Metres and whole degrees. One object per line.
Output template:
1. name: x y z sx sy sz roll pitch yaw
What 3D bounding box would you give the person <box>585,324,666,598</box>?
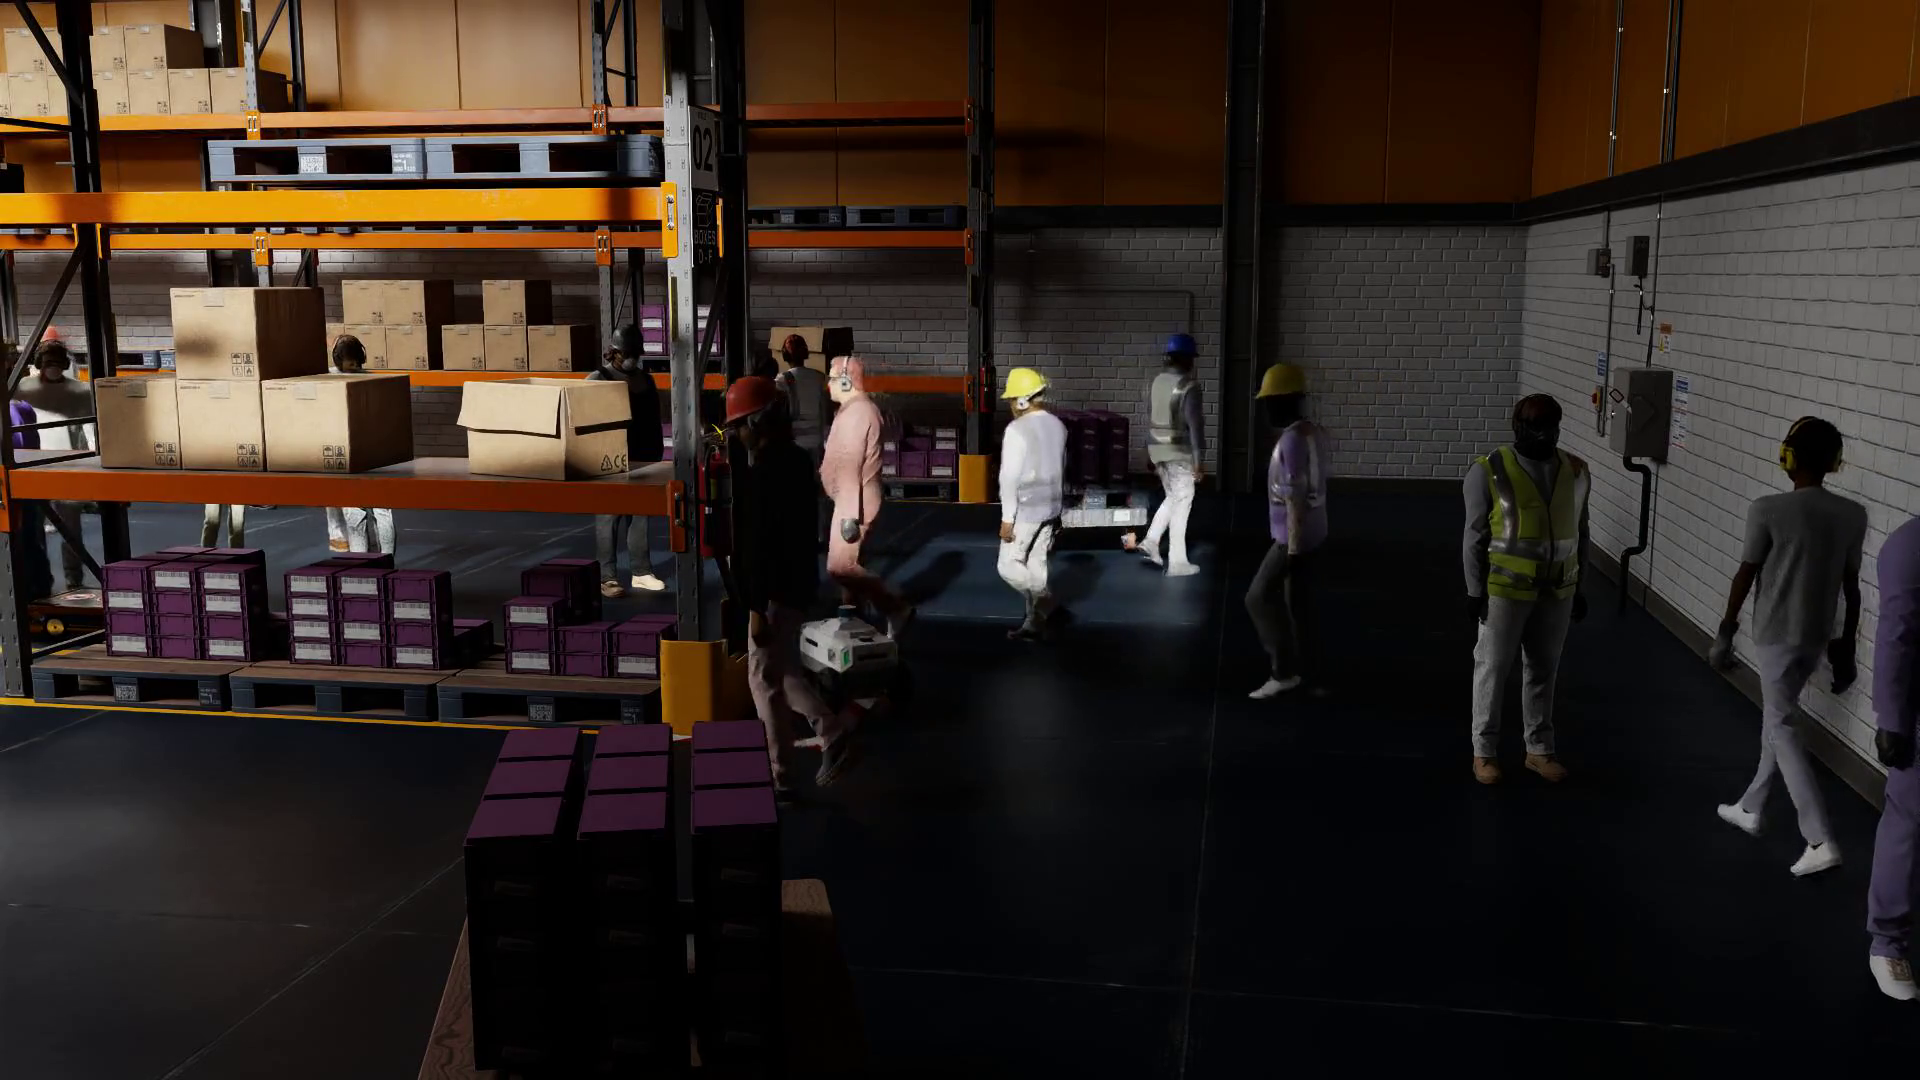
1. person: -2.459 -0.603 12.424 0.535 2.000 0.674 7 12 38

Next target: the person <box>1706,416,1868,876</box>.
1. person: 3.410 0.410 6.786 0.514 1.835 0.942 -2 9 -9

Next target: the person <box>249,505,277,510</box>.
1. person: -7.118 -1.226 16.943 0.404 1.827 0.602 -1 9 -3

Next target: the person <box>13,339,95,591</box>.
1. person: -6.672 -0.514 12.266 0.673 1.916 0.834 -5 11 -30

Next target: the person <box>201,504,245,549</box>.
1. person: -5.456 -0.503 12.352 0.312 1.864 0.532 6 11 32

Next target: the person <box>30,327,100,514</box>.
1. person: -8.991 -1.191 16.622 0.992 1.875 0.548 5 10 26

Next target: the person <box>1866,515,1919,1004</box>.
1. person: 3.341 0.588 5.483 0.643 1.899 0.399 -1 9 -4

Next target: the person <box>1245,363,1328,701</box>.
1. person: 1.809 -0.030 9.290 0.570 1.900 0.605 3 10 16

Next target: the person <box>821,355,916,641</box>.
1. person: -0.605 -0.215 10.470 0.549 1.889 0.670 1 9 5

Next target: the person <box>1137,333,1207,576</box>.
1. person: 1.729 -0.676 13.227 0.475 1.922 0.695 -5 11 -30

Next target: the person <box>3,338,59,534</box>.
1. person: -8.766 -0.937 15.193 0.809 1.823 0.513 -3 10 -16

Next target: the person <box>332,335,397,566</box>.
1. person: -4.524 -0.565 12.519 0.376 1.936 0.627 6 11 32

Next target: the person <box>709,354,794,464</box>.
1. person: -1.551 -0.498 12.532 0.651 1.788 0.939 -8 12 -40

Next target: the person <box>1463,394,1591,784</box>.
1. person: 2.681 0.232 7.855 0.625 1.846 0.429 -1 9 -8

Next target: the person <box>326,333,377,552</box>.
1. person: -5.305 -0.846 14.412 0.337 1.883 0.584 5 10 29

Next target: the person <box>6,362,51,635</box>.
1. person: -6.287 -0.283 11.076 0.379 1.836 0.561 -1 9 -6

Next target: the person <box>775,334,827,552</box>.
1. person: -1.367 -0.809 14.184 0.349 1.885 0.577 8 12 41

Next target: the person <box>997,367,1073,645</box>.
1. person: 0.488 -0.193 10.597 0.509 1.810 0.611 7 11 36

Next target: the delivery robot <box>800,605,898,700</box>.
1. delivery robot: -0.625 0.604 9.242 0.477 0.478 0.707 -4 10 -26

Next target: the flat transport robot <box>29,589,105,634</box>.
1. flat transport robot: -5.575 0.483 11.164 1.431 0.197 0.652 1 9 8

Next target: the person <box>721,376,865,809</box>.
1. person: -0.798 0.238 7.502 0.566 1.945 0.654 2 9 14
